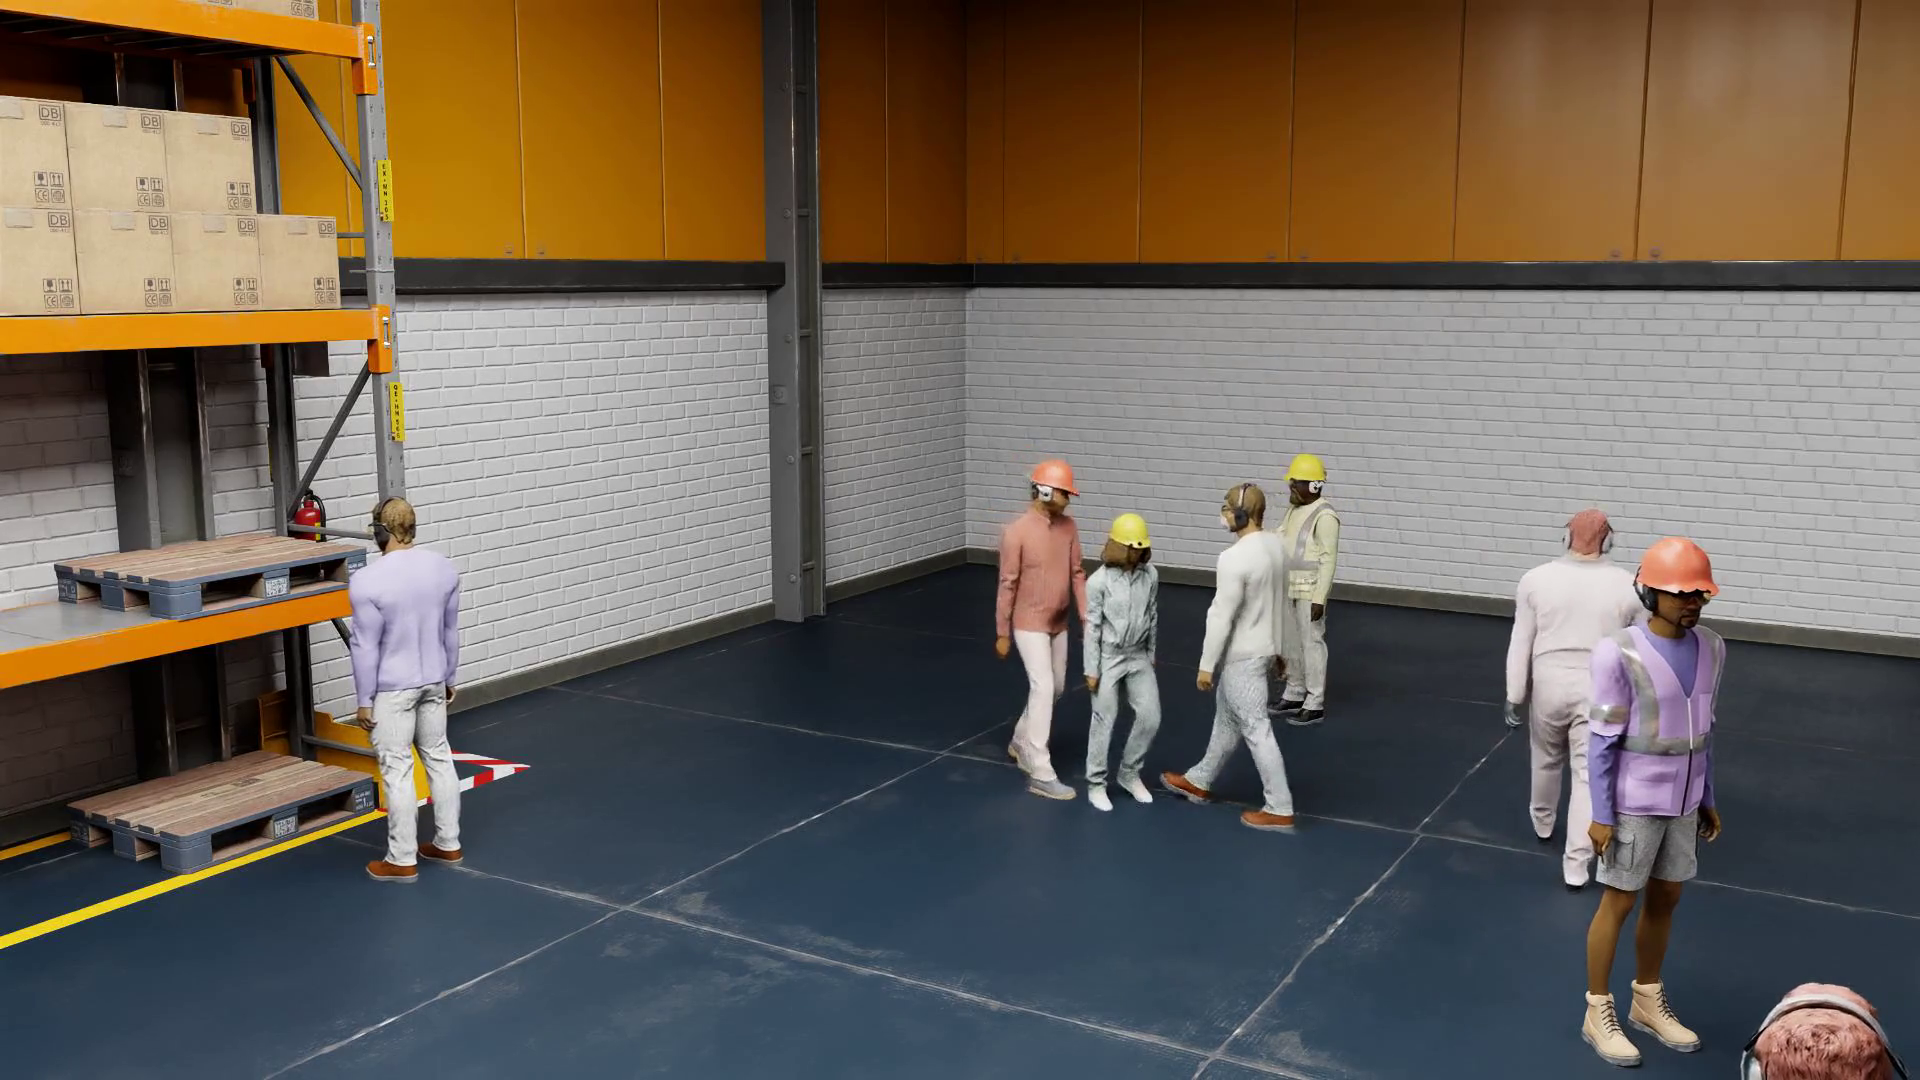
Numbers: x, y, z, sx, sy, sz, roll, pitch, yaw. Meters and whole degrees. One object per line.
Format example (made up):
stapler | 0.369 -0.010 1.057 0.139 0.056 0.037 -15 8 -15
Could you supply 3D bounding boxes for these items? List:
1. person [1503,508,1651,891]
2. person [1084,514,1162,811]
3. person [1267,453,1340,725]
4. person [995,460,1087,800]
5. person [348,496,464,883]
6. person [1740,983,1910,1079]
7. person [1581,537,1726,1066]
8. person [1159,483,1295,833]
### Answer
person | 3.139 0.760 8.451 0.675 1.851 0.992 4 10 23
person | 0.908 0.690 9.344 0.508 1.711 0.470 -6 11 -31
person | 2.312 0.325 11.234 0.403 1.834 0.586 -2 9 -15
person | 0.482 0.487 9.855 0.763 1.958 0.611 8 12 40
person | -2.771 0.739 8.354 0.357 1.931 0.628 6 11 33
person | 1.369 1.659 2.734 0.644 1.901 0.395 8 12 40
person | 2.692 0.996 6.395 0.615 2.041 0.386 -4 10 -22
person | 1.499 0.627 9.188 0.926 1.891 0.650 6 11 34
